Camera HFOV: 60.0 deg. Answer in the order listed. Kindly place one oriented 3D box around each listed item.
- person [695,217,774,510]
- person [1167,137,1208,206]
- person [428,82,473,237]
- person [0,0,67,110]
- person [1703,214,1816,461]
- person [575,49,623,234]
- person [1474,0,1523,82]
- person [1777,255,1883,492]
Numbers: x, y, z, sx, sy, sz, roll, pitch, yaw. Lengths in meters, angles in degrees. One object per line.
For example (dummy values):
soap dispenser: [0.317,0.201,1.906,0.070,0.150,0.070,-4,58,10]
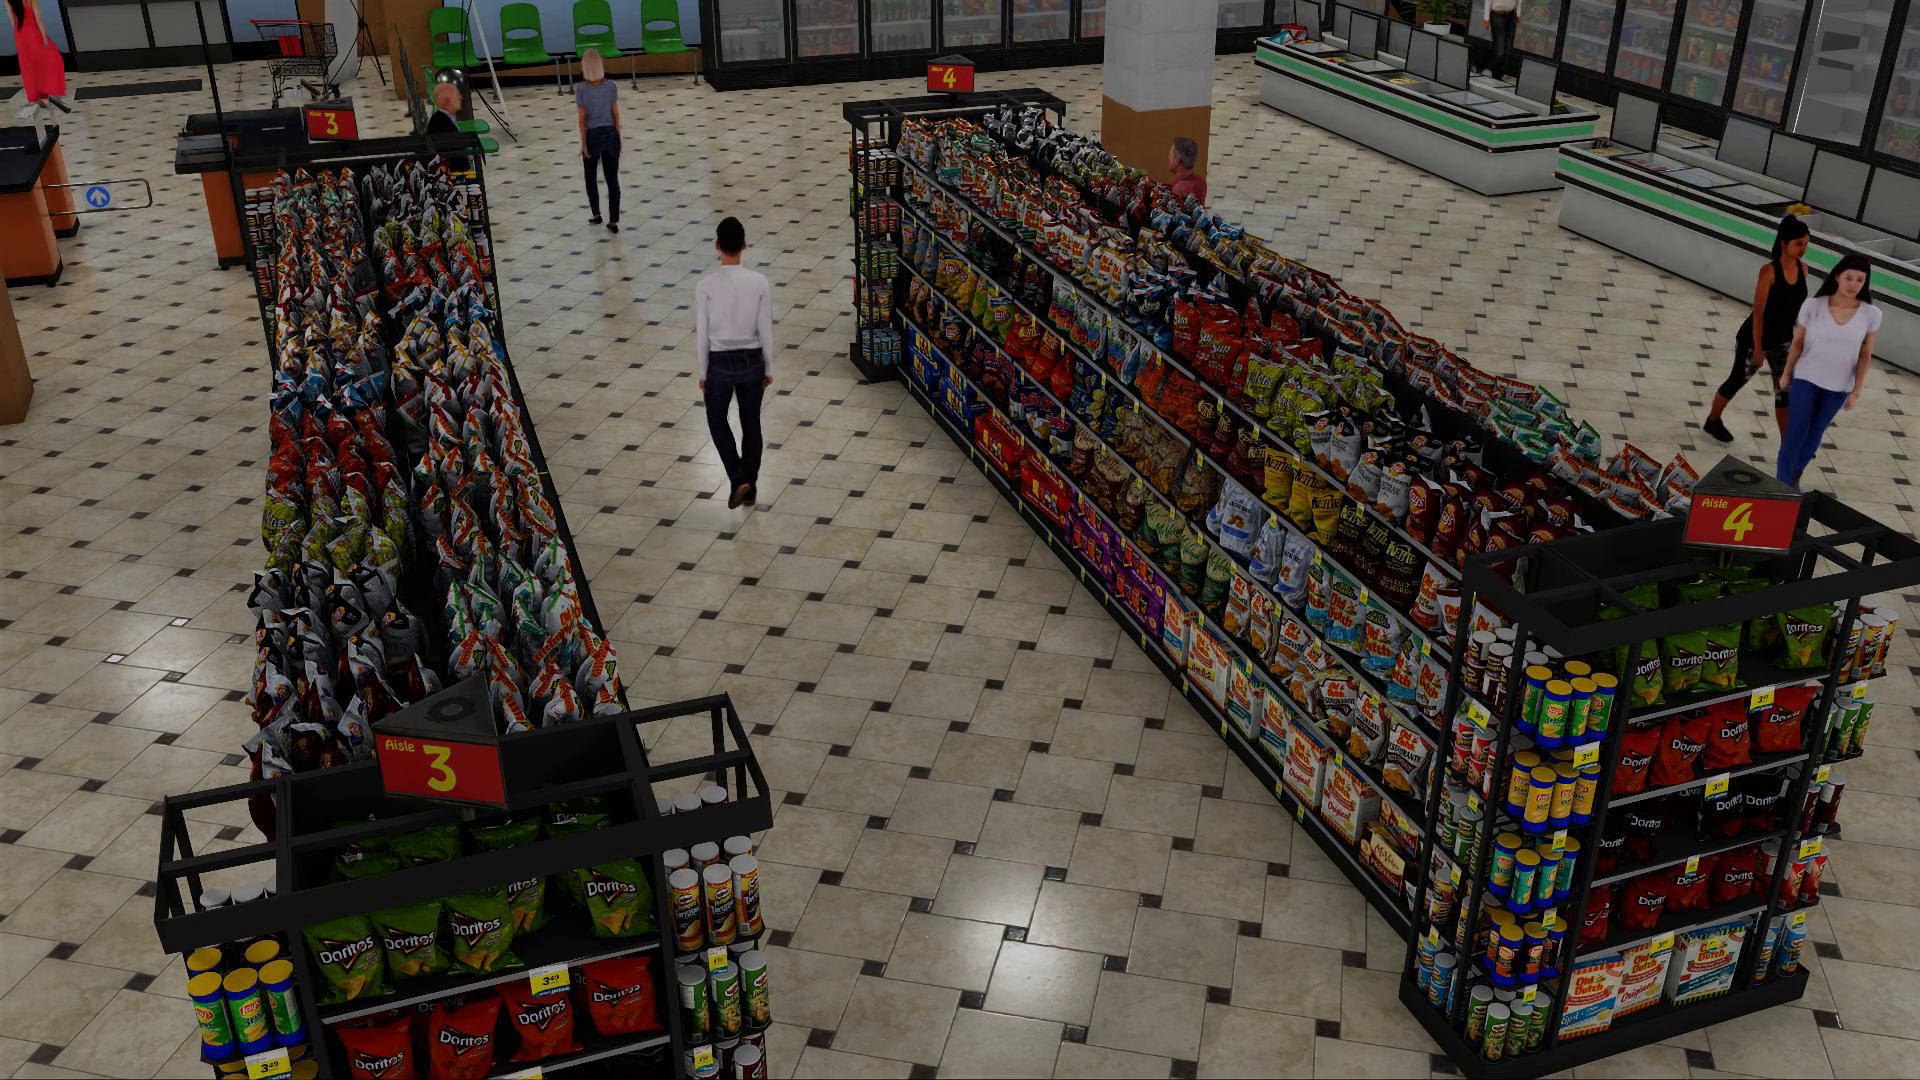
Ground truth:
person: [-1.372,-1.029,10.232,0.658,1.853,0.839,-7,28,-13]
person: [1.618,-2.061,12.294,0.788,1.831,0.755,15,30,26]
person: [-4.365,-2.950,14.093,0.784,1.788,0.626,-15,31,-28]
person: [-11.489,-6.146,20.482,0.767,1.710,0.877,1,27,1]
person: [5.327,-1.354,11.132,0.609,1.620,1.074,-10,29,-19]
person: [-3.379,-3.762,15.783,0.593,1.707,0.667,-10,29,-20]
person: [7.017,-6.790,21.663,0.656,1.790,1.062,-9,28,-18]
person: [5.348,-0.970,10.343,1.003,1.648,1.116,10,28,18]
